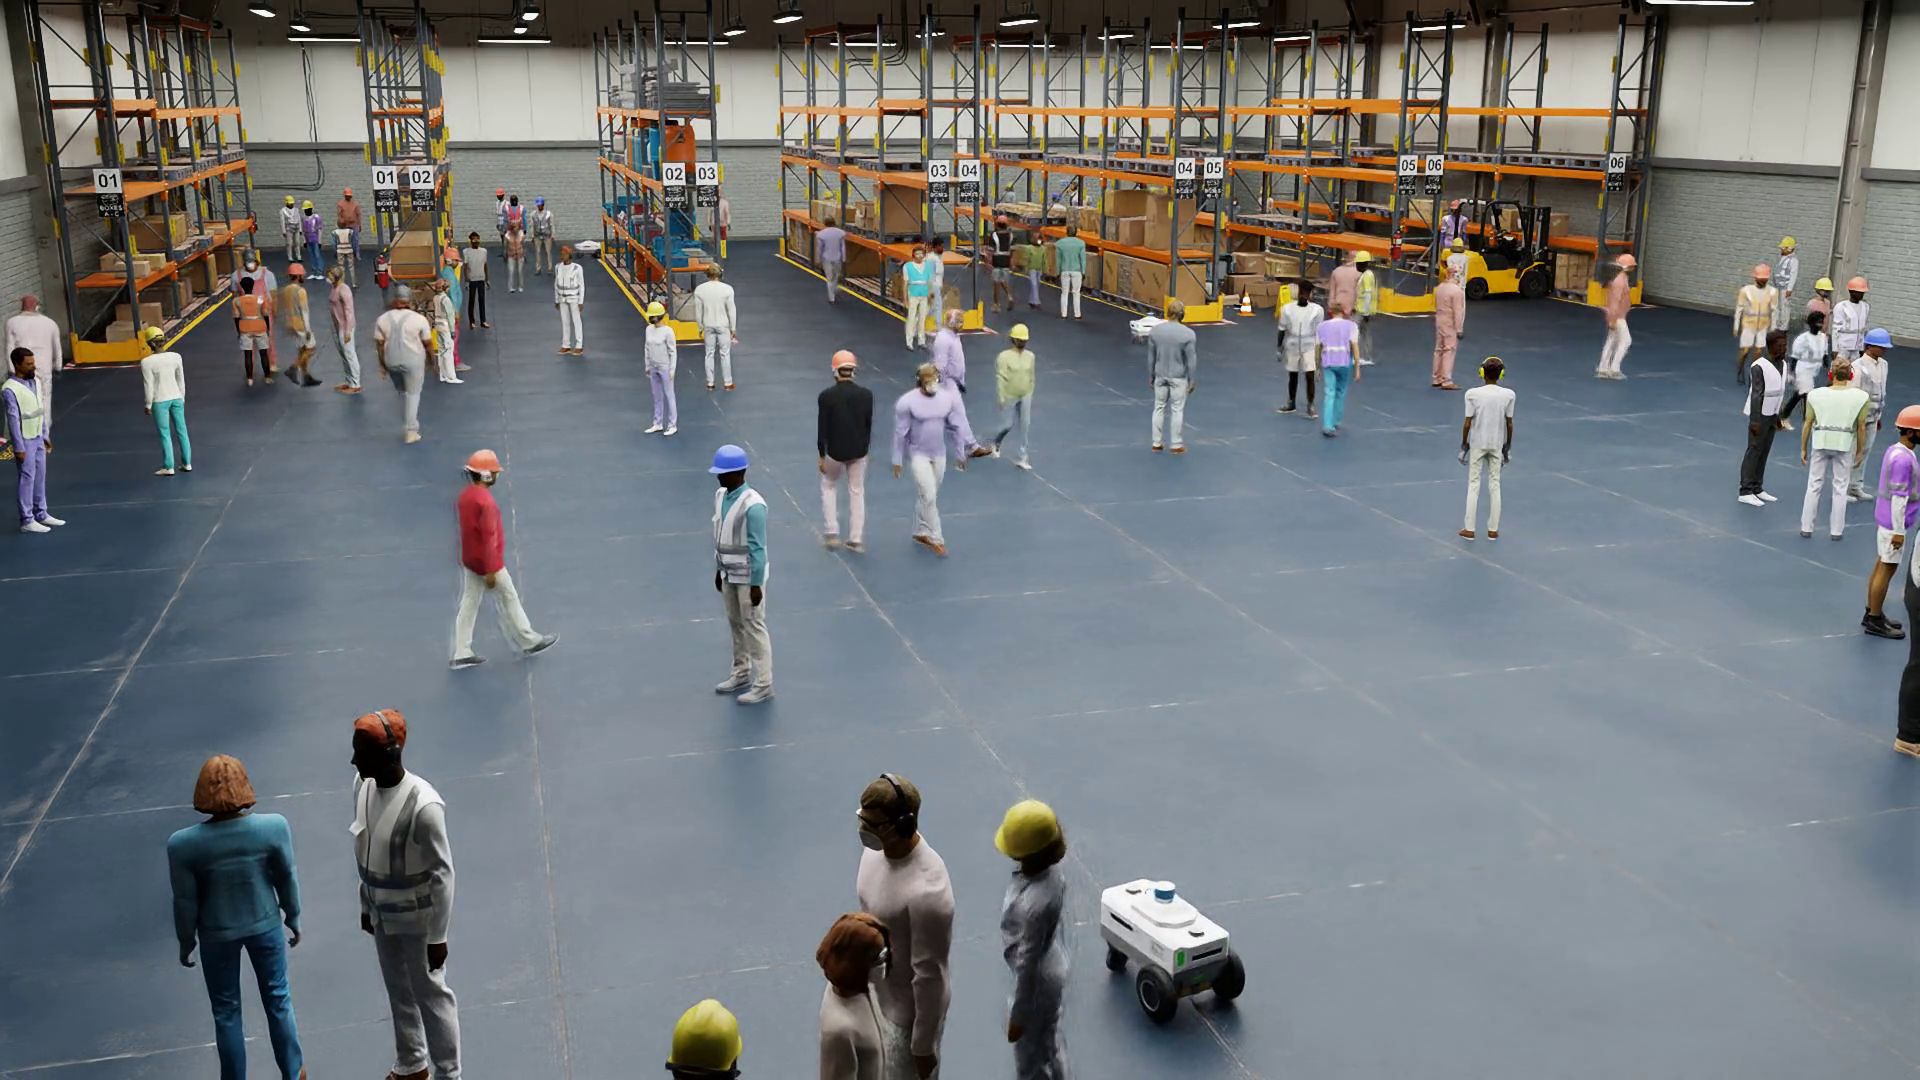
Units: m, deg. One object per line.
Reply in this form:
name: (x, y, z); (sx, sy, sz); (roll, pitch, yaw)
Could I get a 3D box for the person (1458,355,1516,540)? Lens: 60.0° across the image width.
person: (5.289, -0.923, 16.737); (0.524, 1.871, 0.325); (1, 15, 5)

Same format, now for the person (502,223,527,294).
person: (-10.168, -6.443, 38.049); (0.572, 1.589, 0.660); (-9, 18, -32)

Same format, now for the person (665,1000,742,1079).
person: (-0.750, 2.227, 5.081); (0.524, 1.769, 0.325); (1, 15, 3)

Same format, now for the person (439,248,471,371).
person: (-8.302, -3.773, 27.241); (0.401, 1.984, 0.612); (-8, 17, -27)

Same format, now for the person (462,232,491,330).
person: (-9.322, -5.008, 32.118); (0.520, 1.869, 0.332); (-12, 19, -38)

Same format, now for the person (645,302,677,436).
person: (-3.967, -2.264, 21.990); (0.524, 1.764, 0.329); (11, 18, 35)

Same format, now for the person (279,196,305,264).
person: (-17.993, -8.349, 44.787); (0.404, 1.820, 0.597); (9, 17, 30)

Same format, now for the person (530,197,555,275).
person: (-10.513, -7.647, 41.889); (0.602, 1.949, 0.395); (0, 15, 0)

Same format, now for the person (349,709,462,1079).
person: (-2.392, 1.615, 7.159); (0.579, 1.882, 0.342); (12, 19, 37)

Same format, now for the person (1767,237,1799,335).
person: (15.513, -4.778, 31.321); (0.404, 1.827, 0.601); (2, 15, 6)

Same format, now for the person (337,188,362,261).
person: (-16.678, -8.619, 45.479); (0.613, 1.986, 0.408); (-8, 17, -27)

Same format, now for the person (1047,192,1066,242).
person: (2.593, -8.357, 44.616); (0.646, 1.918, 0.707); (-4, 15, -15)

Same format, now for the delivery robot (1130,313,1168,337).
delivery robot: (3.459, -3.881, 30.208); (0.707, 0.478, 0.477); (-5, 15, -17)

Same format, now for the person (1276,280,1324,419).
person: (4.743, -2.668, 23.226); (0.660, 1.926, 0.674); (5, 16, 19)

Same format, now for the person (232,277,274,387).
person: (-10.929, -3.221, 25.717); (0.533, 1.698, 0.318); (-5, 16, -19)

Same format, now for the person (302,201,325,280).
person: (-15.934, -7.363, 40.883); (0.589, 1.918, 0.393); (7, 16, 25)

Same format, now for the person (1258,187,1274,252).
person: (8.761, -9.221, 47.878); (0.391, 1.919, 0.584); (-9, 18, -32)

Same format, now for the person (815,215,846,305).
person: (-2.828, -6.060, 36.002); (0.648, 1.902, 0.867); (-5, 16, -20)

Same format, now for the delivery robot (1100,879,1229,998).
delivery robot: (1.011, 1.943, 8.294); (0.477, 0.478, 0.707); (-9, 17, -29)

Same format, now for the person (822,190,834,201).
person: (-3.743, -9.159, 47.843); (0.409, 1.813, 0.618); (4, 15, 14)

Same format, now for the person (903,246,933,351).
person: (-0.757, -4.280, 29.416); (0.568, 1.843, 0.374); (-9, 17, -31)

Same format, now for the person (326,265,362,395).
person: (-9.288, -3.165, 25.045); (0.353, 1.936, 0.635); (-10, 18, -33)

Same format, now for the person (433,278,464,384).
person: (-8.036, -3.261, 25.982); (0.307, 1.637, 0.511); (-13, 20, -41)

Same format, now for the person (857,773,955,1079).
person: (-0.221, 1.793, 6.404); (0.374, 1.933, 0.625); (-6, 16, -22)

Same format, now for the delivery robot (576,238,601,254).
delivery robot: (-10.320, -8.158, 46.303); (0.707, 0.478, 0.477); (-8, 17, -28)

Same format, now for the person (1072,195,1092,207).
person: (3.588, -9.477, 48.980); (0.632, 1.842, 0.429); (0, 15, 1)

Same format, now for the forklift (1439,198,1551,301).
forklift: (11.913, -6.508, 37.130); (2.313, 2.155, 1.214); (-4, 15, -15)

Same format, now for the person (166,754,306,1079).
person: (-3.142, 1.715, 7.263); (0.508, 1.632, 0.265); (-8, 17, -29)

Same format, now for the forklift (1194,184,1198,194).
forklift: (7.392, -11.333, 53.972); (1.873, 2.768, 1.129); (-4, 15, -15)

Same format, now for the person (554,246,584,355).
person: (-6.783, -4.150, 28.857); (0.573, 1.883, 0.353); (6, 16, 22)

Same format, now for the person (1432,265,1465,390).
person: (7.504, -3.259, 25.473); (0.402, 1.904, 0.647); (-3, 15, -11)

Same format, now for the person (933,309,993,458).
person: (-0.117, -1.932, 20.596); (1.040, 1.845, 0.651); (2, 15, 8)

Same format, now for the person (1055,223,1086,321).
person: (2.217, -5.346, 33.258); (0.627, 1.935, 0.372); (5, 16, 17)

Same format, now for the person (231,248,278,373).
person: (-11.394, -3.714, 26.912); (0.682, 2.000, 0.535); (-4, 16, -16)

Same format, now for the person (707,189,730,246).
person: (-6.693, -8.783, 46.129); (0.617, 1.974, 0.838); (-4, 15, -14)

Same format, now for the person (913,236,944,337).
person: (-0.527, -4.674, 30.836); (0.746, 1.894, 0.613); (2, 15, 9)
